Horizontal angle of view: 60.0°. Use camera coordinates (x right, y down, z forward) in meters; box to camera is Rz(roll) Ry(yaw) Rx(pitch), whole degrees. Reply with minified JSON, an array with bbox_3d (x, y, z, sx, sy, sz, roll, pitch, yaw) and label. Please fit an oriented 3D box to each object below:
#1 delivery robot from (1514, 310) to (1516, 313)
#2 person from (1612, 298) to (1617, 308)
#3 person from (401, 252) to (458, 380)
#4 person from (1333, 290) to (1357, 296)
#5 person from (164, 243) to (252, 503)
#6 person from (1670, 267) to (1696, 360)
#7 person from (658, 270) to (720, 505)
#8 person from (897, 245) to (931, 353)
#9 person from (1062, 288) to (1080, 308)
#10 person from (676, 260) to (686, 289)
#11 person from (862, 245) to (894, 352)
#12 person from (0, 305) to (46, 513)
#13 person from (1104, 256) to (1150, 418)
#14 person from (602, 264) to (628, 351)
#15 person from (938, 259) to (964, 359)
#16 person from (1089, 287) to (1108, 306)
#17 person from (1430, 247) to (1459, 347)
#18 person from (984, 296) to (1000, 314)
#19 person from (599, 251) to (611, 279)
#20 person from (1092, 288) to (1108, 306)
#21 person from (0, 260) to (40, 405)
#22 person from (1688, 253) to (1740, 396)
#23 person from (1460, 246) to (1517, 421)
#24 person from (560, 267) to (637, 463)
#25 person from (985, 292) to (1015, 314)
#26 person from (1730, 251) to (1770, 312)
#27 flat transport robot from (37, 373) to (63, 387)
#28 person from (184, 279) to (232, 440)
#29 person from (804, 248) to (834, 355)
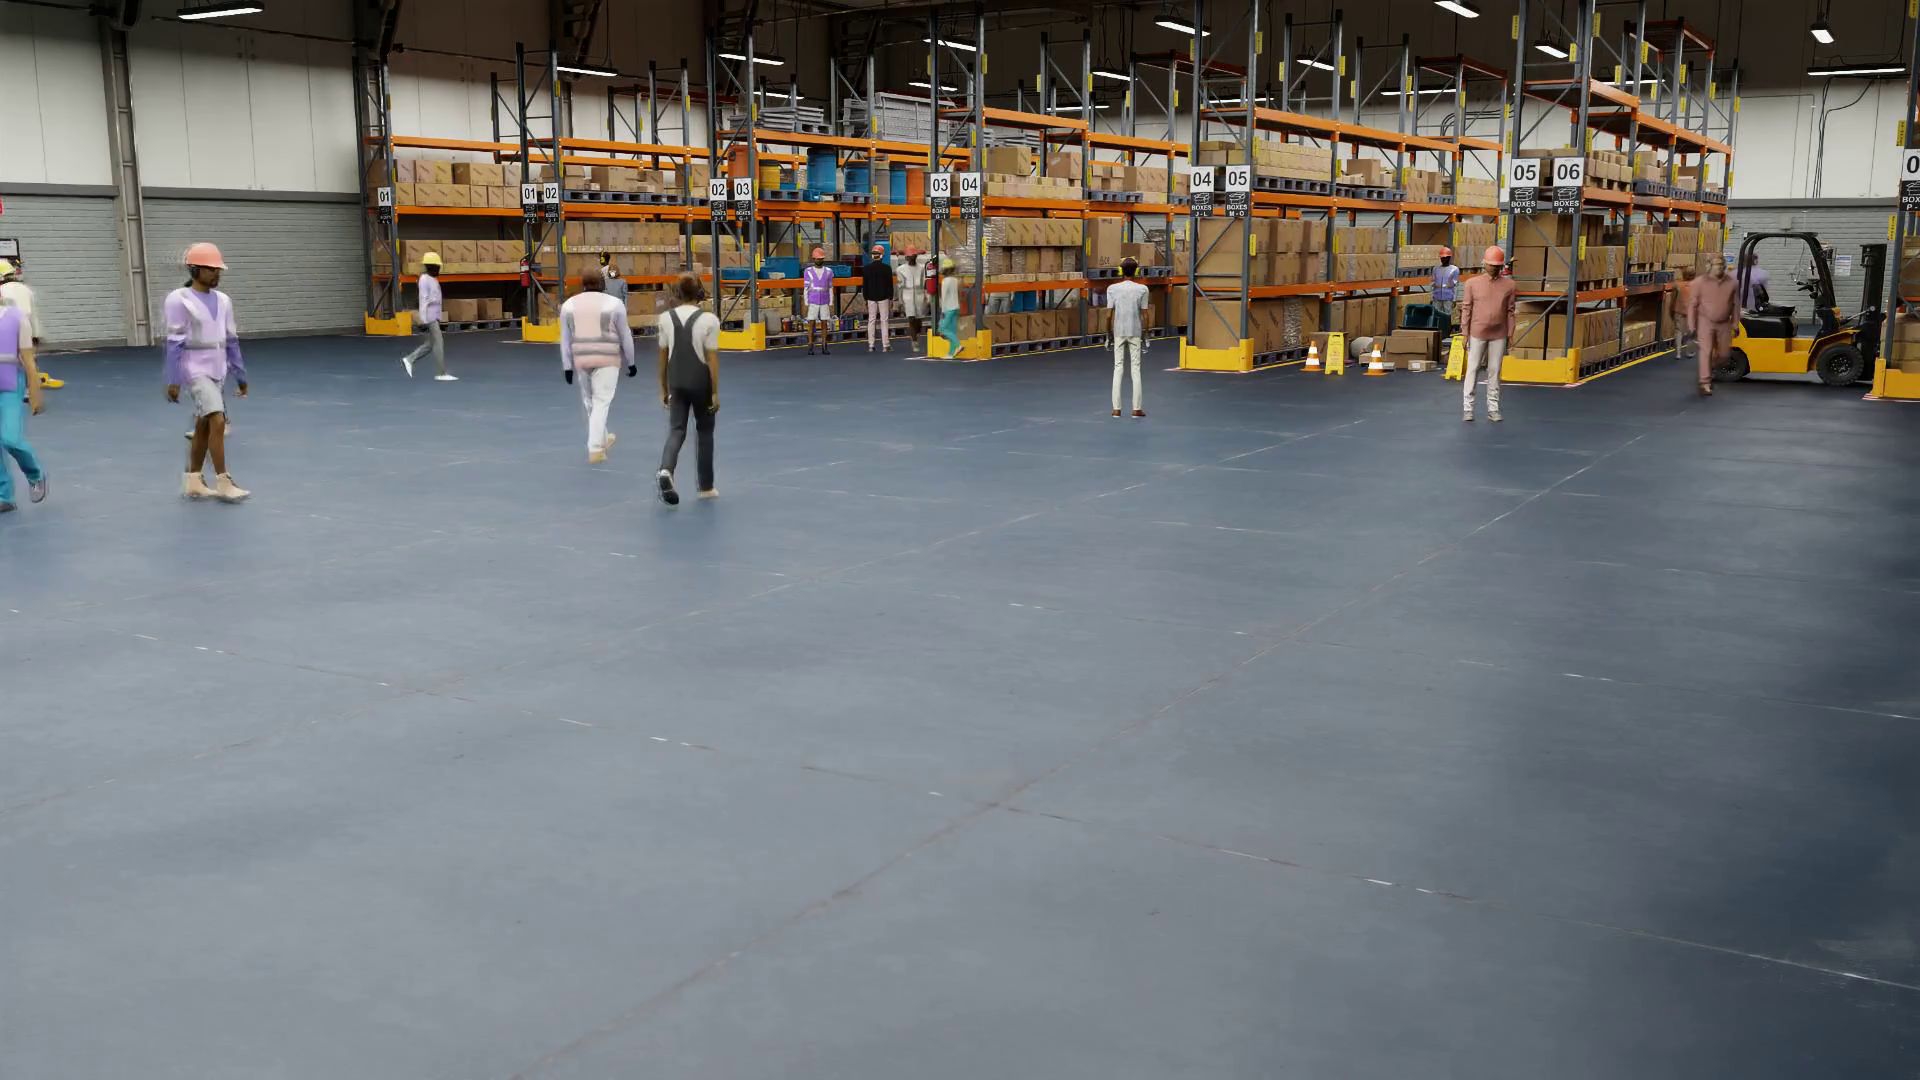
[{"bbox_3d":[13.098,-5.489,40.331,0.707,0.478,0.477,-1,10,-8],"label":"delivery robot"},{"bbox_3d":[14.360,-5.316,35.805,0.583,1.917,0.775,4,11,22],"label":"person"},{"bbox_3d":[-7.885,-3.300,24.583,0.770,1.906,0.593,-1,10,-5],"label":"person"},{"bbox_3d":[8.387,-5.256,36.286,0.511,1.630,0.315,2,10,14],"label":"person"},{"bbox_3d":[-5.802,-1.293,12.990,0.861,2.011,0.629,3,11,16],"label":"person"},{"bbox_3d":[12.716,-3.961,29.123,0.524,1.596,0.835,6,12,29],"label":"person"},{"bbox_3d":[-2.111,-1.168,12.866,0.517,1.822,0.798,2,10,12],"label":"person"},{"bbox_3d":[-0.875,-4.509,31.079,0.628,2.002,0.820,-1,10,-7],"label":"person"},{"bbox_3d":[2.516,-5.375,37.055,0.507,1.581,0.849,2,10,10],"label":"person"},{"bbox_3d":[-6.583,-5.903,39.883,0.507,1.636,0.277,7,12,33],"label":"person"},{"bbox_3d":[-1.520,-4.511,31.102,0.608,1.989,0.386,3,11,17],"label":"person"},{"bbox_3d":[-7.195,-1.108,12.474,0.593,1.826,0.469,1,10,4],"label":"person"},{"bbox_3d":[1.950,-2.355,19.359,0.538,1.869,0.313,2,10,12],"label":"person"},{"bbox_3d":[-6.509,-4.383,31.379,0.507,1.632,0.268,-1,10,-5],"label":"person"},{"bbox_3d":[-0.157,-3.998,28.886,0.456,1.756,0.541,5,11,27],"label":"person"},{"bbox_3d":[3.229,-5.676,38.305,0.534,1.748,0.674,1,10,5],"label":"person"},{"bbox_3d":[9.402,-4.707,32.342,0.543,1.939,0.361,7,12,34],"label":"person"},{"bbox_3d":[0.692,-5.168,35.214,0.541,1.836,0.863,4,11,23],"label":"person"},{"bbox_3d":[-6.954,-4.752,32.802,0.310,1.864,0.534,3,10,15],"label":"person"},{"bbox_3d":[3.603,-6.486,42.360,0.619,1.908,0.979,7,12,36],"label":"person"},{"bbox_3d":[-11.956,-2.593,20.875,0.745,1.800,0.587,2,10,8],"label":"person"},{"bbox_3d":[10.096,-2.891,22.301,0.669,1.890,0.572,0,10,1],"label":"person"},{"bbox_3d":[6.026,-2.345,18.976,0.609,1.986,0.392,0,10,3],"label":"person"},{"bbox_3d":[-3.367,-1.657,15.656,0.631,1.794,0.954,2,10,13],"label":"person"},{"bbox_3d":[0.801,-4.815,32.989,0.625,1.931,0.375,0,10,1],"label":"person"},{"bbox_3d":[13.034,-3.817,27.506,0.437,1.892,0.650,-9,14,-42],"label":"person"},{"bbox_3d":[-13.092,-2.151,22.695,0.652,0.197,1.431,4,11,19],"label":"flat transport robot"},{"bbox_3d":[-7.765,-1.821,16.947,0.547,1.649,0.849,2,10,13],"label":"person"},{"bbox_3d":[-2.555,-4.329,30.227,0.547,1.938,0.379,-3,10,-15],"label":"person"}]
